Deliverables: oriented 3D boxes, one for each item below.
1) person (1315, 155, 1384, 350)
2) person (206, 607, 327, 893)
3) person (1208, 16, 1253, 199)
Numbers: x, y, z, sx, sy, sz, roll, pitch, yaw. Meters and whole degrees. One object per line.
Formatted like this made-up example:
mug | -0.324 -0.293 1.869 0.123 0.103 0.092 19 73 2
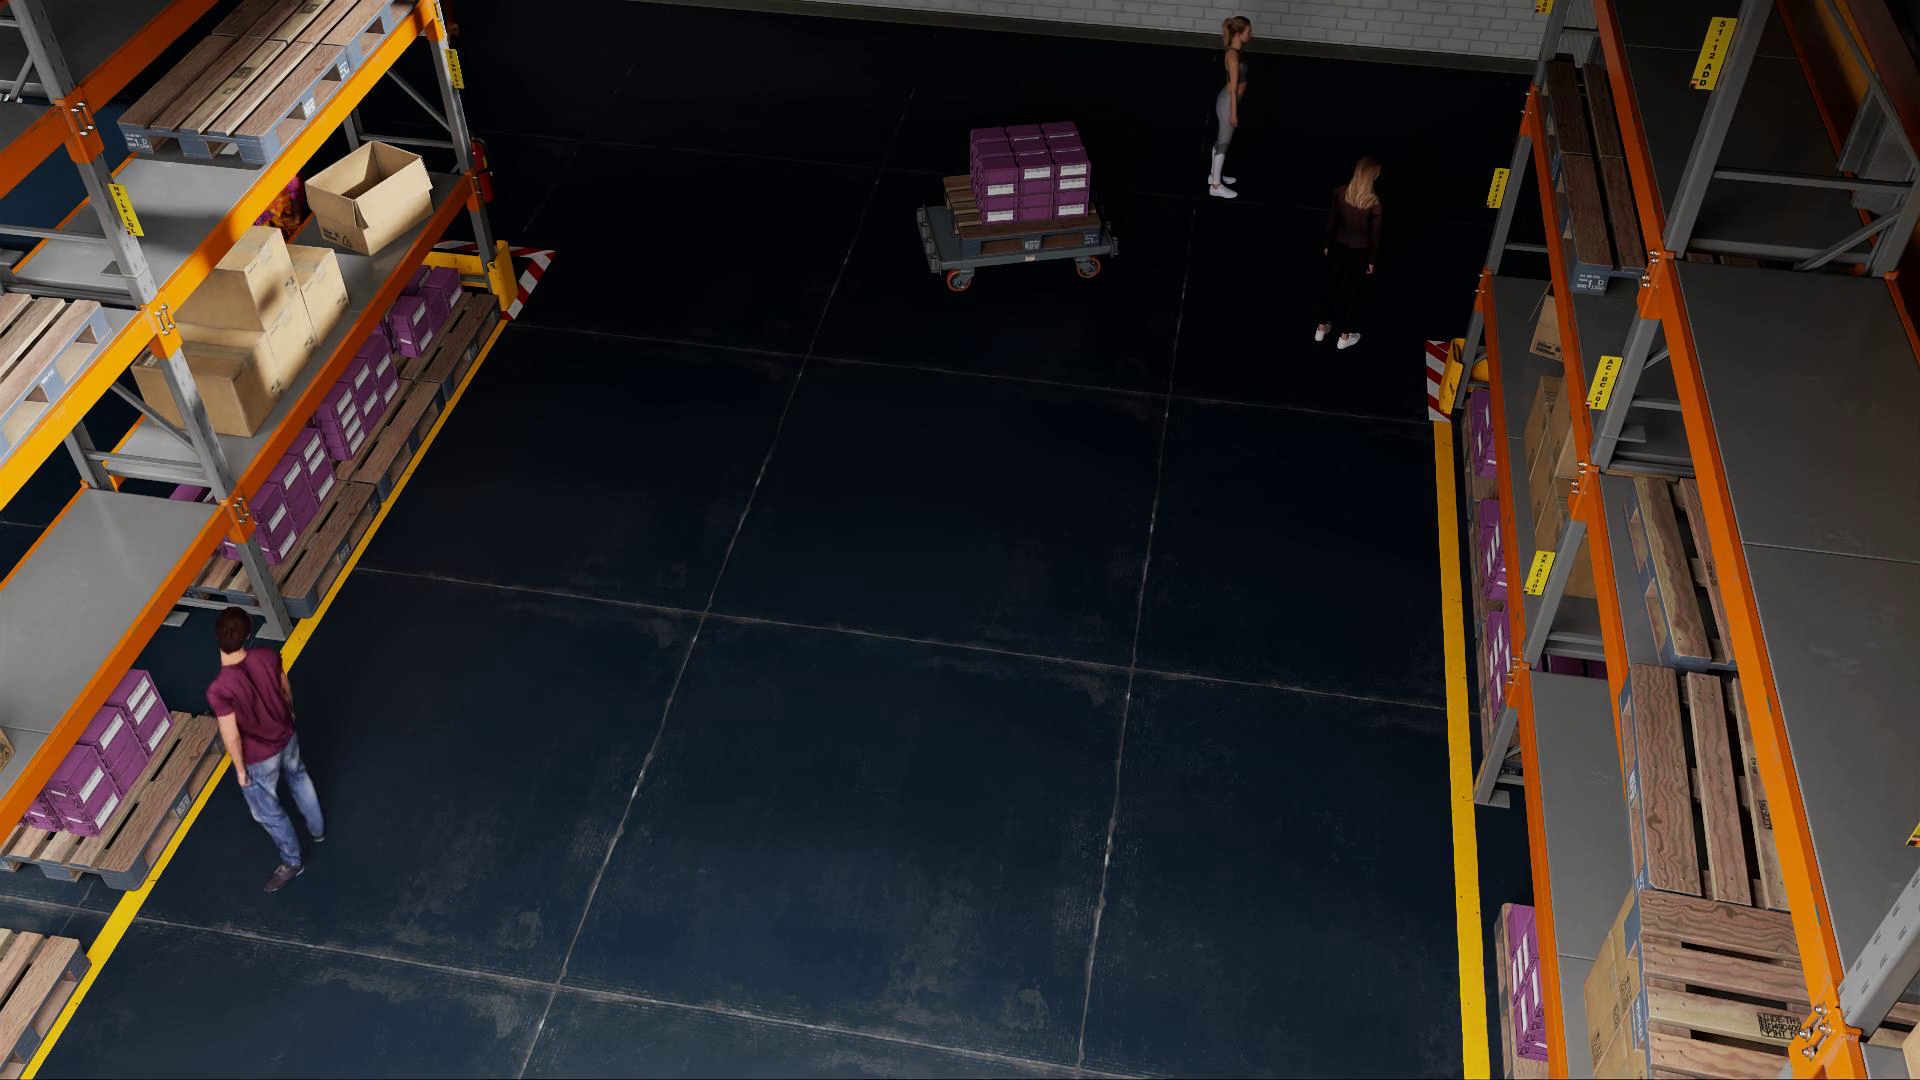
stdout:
person | 3.130 -2.316 13.385 0.678 1.703 0.672 29 51 27
person | -4.018 1.204 9.611 0.993 1.814 0.577 7 44 7
person | 2.439 -3.943 15.091 0.629 1.707 0.480 4 44 5
